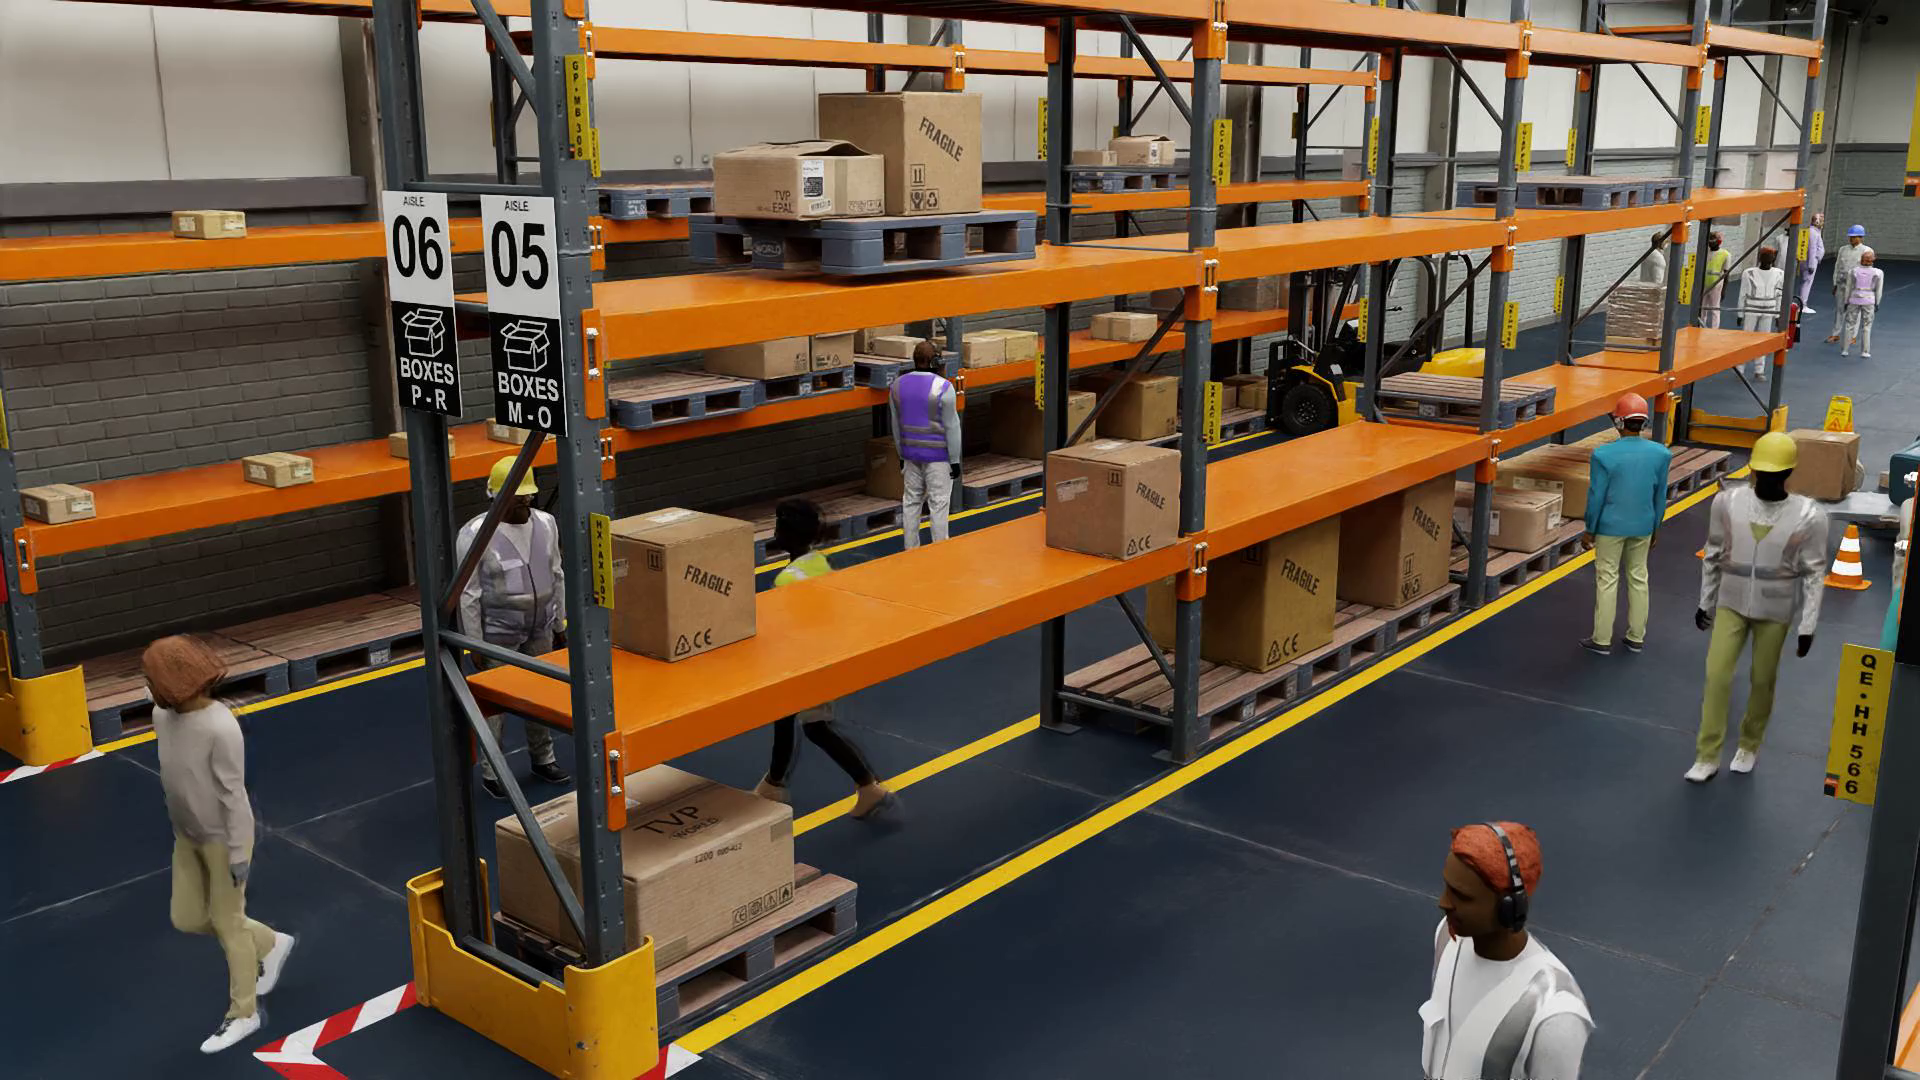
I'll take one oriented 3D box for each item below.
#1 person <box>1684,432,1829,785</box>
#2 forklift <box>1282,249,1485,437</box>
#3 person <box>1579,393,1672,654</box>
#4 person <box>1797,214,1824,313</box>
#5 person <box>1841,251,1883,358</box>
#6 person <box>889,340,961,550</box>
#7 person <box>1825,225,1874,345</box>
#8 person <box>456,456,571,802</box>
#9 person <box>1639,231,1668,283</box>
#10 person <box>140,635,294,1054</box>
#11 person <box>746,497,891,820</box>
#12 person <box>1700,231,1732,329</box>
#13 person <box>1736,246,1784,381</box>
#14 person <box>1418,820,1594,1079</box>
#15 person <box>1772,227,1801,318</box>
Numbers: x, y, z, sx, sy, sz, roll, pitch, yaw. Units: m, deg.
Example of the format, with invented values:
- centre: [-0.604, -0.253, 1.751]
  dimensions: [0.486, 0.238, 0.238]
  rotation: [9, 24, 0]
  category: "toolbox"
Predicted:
- centre: [4.181, 0.382, 8.790]
  dimensions: [0.625, 1.897, 0.819]
  rotation: [10, 17, 36]
  category: "person"
- centre: [4.886, -2.214, 18.767]
  dimensions: [2.313, 2.155, 1.214]
  rotation: [11, 18, 38]
  category: "forklift"
- centre: [4.412, -0.109, 11.103]
  dimensions: [0.565, 1.750, 0.341]
  rotation: [-2, 14, -8]
  category: "person"
- centre: [16.406, -5.326, 32.049]
  dimensions: [0.399, 1.900, 0.644]
  rotation: [5, 15, 20]
  category: "person"
- centre: [13.974, -3.648, 25.774]
  dimensions: [0.518, 1.630, 0.321]
  rotation: [10, 17, 34]
  category: "person"
- centre: [-0.247, -0.663, 13.180]
  dimensions: [0.627, 1.844, 0.429]
  rotation: [9, 16, 33]
  category: "person"
- centre: [14.606, -4.179, 27.275]
  dimensions: [0.387, 1.948, 0.602]
  rotation: [-9, 17, -33]
  category: "person"
- centre: [-2.313, 0.453, 8.684]
  dimensions: [0.404, 1.823, 0.591]
  rotation: [13, 19, 42]
  category: "person"
- centre: [10.735, -3.816, 25.848]
  dimensions: [0.366, 1.932, 0.623]
  rotation: [1, 14, 3]
  category: "person"
- centre: [-2.827, 1.126, 6.364]
  dimensions: [0.510, 1.612, 0.434]
  rotation: [8, 16, 28]
  category: "person"
- centre: [-0.744, 0.610, 8.378]
  dimensions: [0.836, 1.669, 0.535]
  rotation: [3, 14, 11]
  category: "person"
- centre: [12.319, -4.125, 27.261]
  dimensions: [0.392, 1.847, 0.563]
  rotation: [-8, 16, -30]
  category: "person"
- centre: [11.162, -3.154, 23.235]
  dimensions: [0.584, 1.882, 0.337]
  rotation: [2, 14, 6]
  category: "person"
- centre: [1.289, 1.563, 4.061]
  dimensions: [0.366, 1.877, 0.568]
  rotation: [-3, 14, -12]
  category: "person"
- centre: [15.457, -5.072, 31.126]
  dimensions: [0.506, 1.846, 0.346]
  rotation: [7, 16, 27]
  category: "person"
